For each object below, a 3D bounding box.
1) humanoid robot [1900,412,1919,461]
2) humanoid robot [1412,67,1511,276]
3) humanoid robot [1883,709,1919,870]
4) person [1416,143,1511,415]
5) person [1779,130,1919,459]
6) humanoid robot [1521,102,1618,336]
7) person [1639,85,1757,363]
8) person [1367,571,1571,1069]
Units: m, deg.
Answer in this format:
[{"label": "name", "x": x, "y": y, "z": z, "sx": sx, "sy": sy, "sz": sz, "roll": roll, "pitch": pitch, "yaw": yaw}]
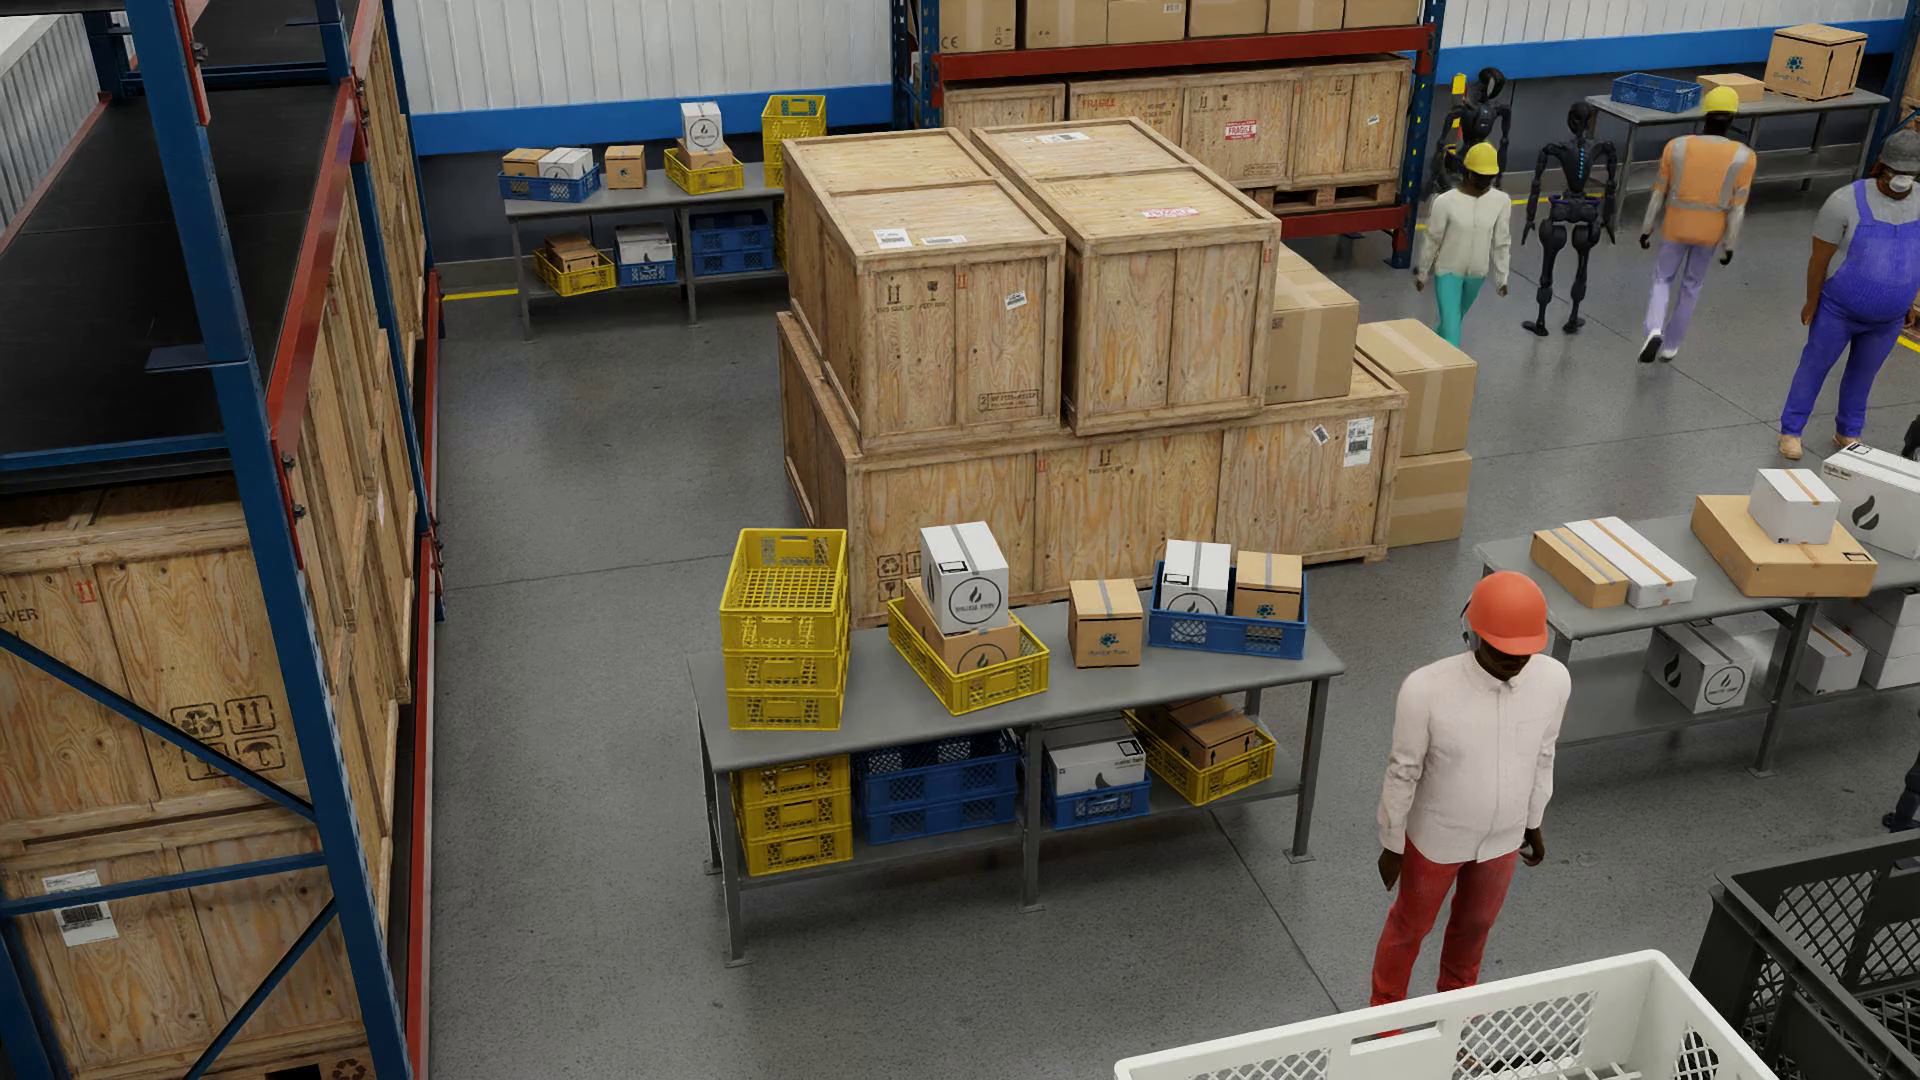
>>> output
[{"label": "humanoid robot", "x": 4.950, "y": -0.336, "z": 8.285, "sx": 0.568, "sy": 1.640, "sz": 0.576, "roll": 6, "pitch": 30, "yaw": 12}, {"label": "humanoid robot", "x": 3.855, "y": -2.801, "z": 12.747, "sx": 0.634, "sy": 1.646, "sz": 0.368, "roll": -5, "pitch": 29, "yaw": -8}, {"label": "humanoid robot", "x": 4.027, "y": 0.567, "z": 6.612, "sx": 0.327, "sy": 1.657, "sz": 0.593, "roll": 25, "pitch": 37, "yaw": 38}, {"label": "person", "x": 3.257, "y": -1.730, "z": 10.752, "sx": 0.537, "sy": 1.709, "sz": 0.950, "roll": -5, "pitch": 29, "yaw": -8}, {"label": "person", "x": 5.375, "y": -1.423, "z": 9.865, "sx": 0.687, "sy": 2.000, "sz": 0.536, "roll": 2, "pitch": 29, "yaw": 3}, {"label": "humanoid robot", "x": 4.329, "y": -2.253, "z": 11.756, "sx": 0.642, "sy": 1.651, "sz": 0.322, "roll": 5, "pitch": 29, "yaw": 9}, {"label": "person", "x": 4.903, "y": -2.060, "z": 11.162, "sx": 0.615, "sy": 1.897, "sz": 0.625, "roll": 13, "pitch": 31, "yaw": 22}, {"label": "person", "x": 1.690, "y": 0.974, "z": 5.561, "sx": 0.622, "sy": 1.992, "sz": 0.383, "roll": -7, "pitch": 30, "yaw": -12}]
